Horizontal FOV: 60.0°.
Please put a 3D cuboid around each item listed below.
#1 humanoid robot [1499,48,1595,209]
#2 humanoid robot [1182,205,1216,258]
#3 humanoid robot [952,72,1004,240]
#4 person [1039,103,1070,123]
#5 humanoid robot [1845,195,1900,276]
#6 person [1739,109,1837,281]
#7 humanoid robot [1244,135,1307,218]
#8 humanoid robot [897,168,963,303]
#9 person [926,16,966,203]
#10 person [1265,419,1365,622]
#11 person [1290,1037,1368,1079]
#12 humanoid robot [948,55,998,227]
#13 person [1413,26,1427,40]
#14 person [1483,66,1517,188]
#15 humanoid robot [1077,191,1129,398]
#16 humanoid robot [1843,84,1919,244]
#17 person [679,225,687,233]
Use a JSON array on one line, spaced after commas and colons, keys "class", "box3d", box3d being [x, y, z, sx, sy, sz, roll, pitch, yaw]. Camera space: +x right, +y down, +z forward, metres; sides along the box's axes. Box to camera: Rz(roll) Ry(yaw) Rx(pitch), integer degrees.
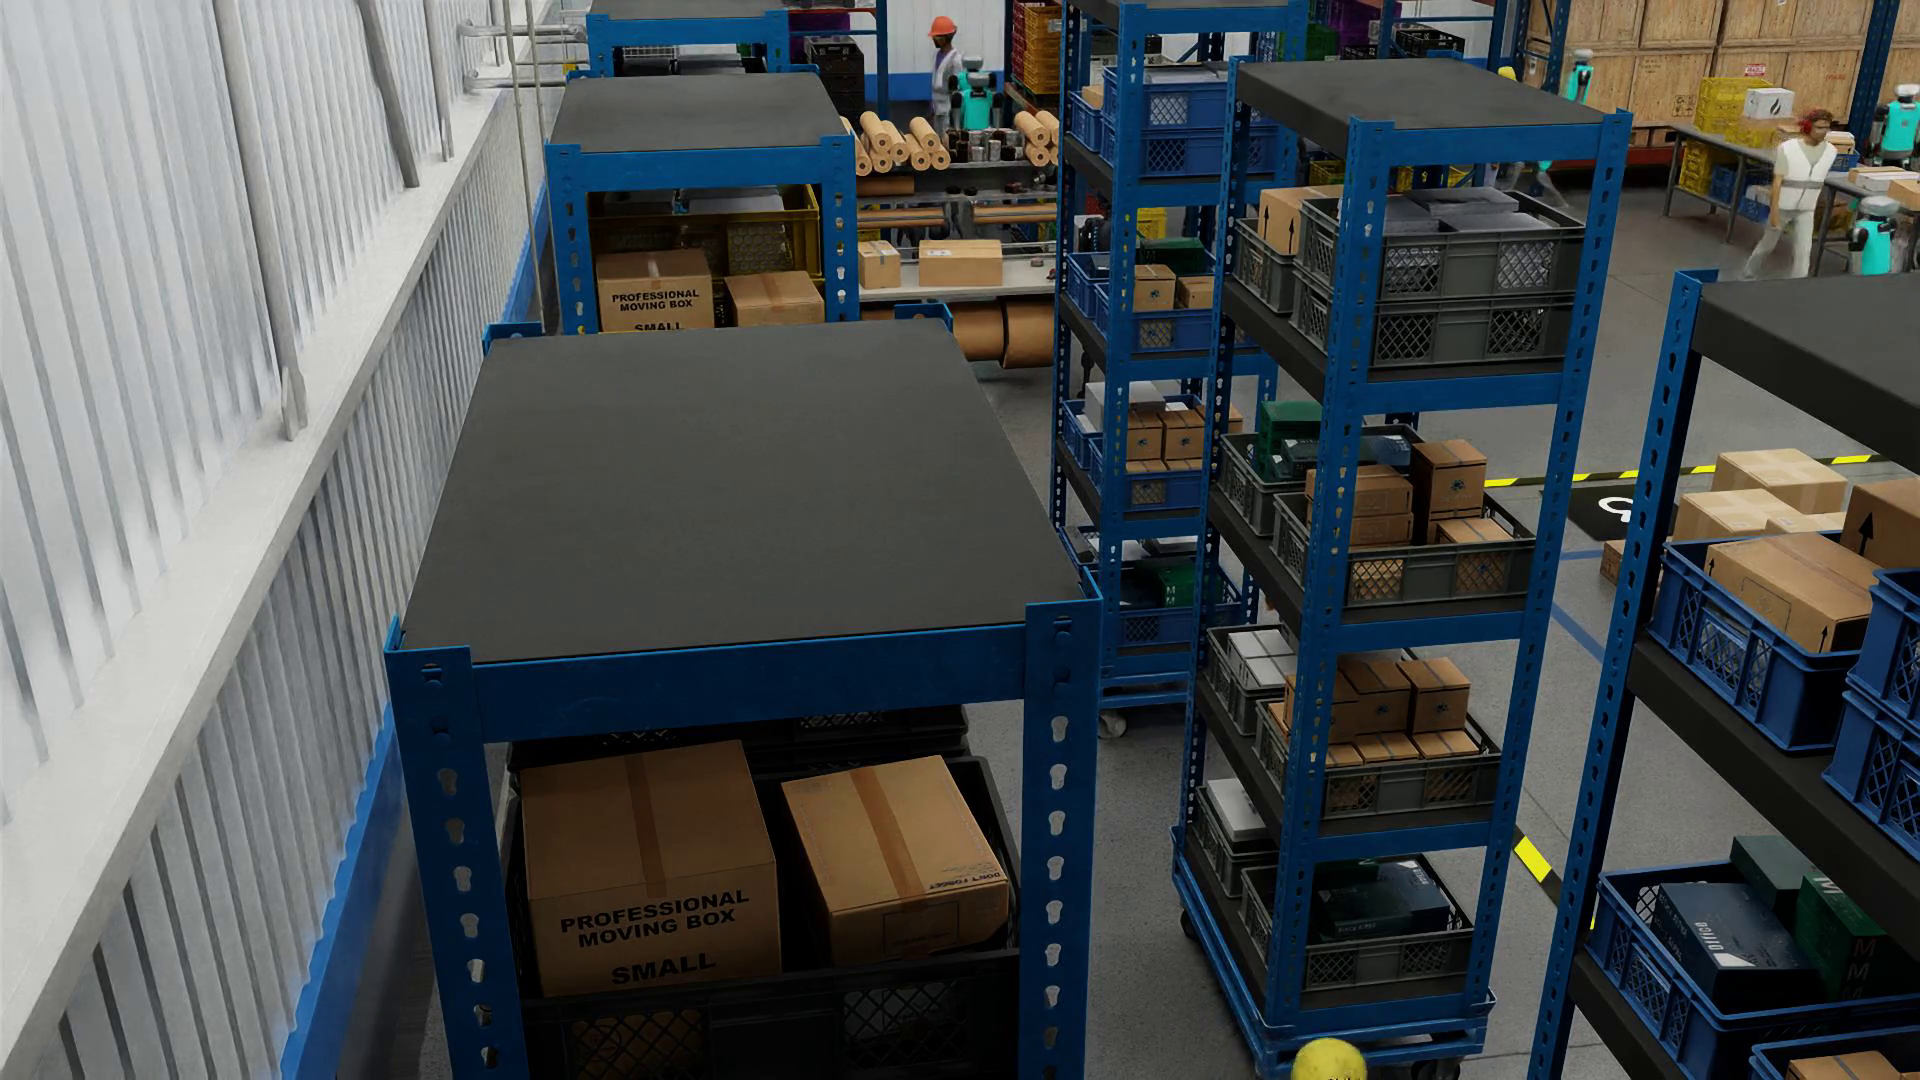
[{"class": "humanoid robot", "box3d": [6.441, -4.548, 18.448, 0.952, 1.769, 0.541, 5, 25, 11]}, {"class": "humanoid robot", "box3d": [2.374, -3.543, 16.308, 0.585, 1.654, 0.343, 11, 27, 22]}, {"class": "humanoid robot", "box3d": [0.198, -3.767, 16.735, 0.554, 1.761, 0.956, -4, 25, -9]}, {"class": "person", "box3d": [1.067, -4.384, 17.975, 0.989, 1.814, 0.554, -17, 29, -32]}, {"class": "humanoid robot", "box3d": [6.634, -1.489, 11.848, 0.535, 1.821, 0.818, -18, 30, -33]}, {"class": "person", "box3d": [7.469, -2.983, 14.955, 0.572, 1.799, 0.938, -1, 25, -1]}, {"class": "humanoid robot", "box3d": [2.970, -3.272, 15.740, 0.601, 1.638, 0.663, 6, 25, 12]}, {"class": "humanoid robot", "box3d": [-0.266, -2.835, 14.819, 0.593, 1.628, 0.754, -3, 25, -7]}, {"class": "person", "box3d": [-0.182, -4.822, 18.664, 0.393, 2.038, 0.613, -13, 28, -27]}, {"class": "person", "box3d": [1.744, 0.195, 7.982, 0.587, 1.851, 0.392, -1, 25, -3]}, {"class": "person", "box3d": [0.873, 2.032, 4.148, 0.392, 1.726, 0.617, -15, 29, -29]}, {"class": "humanoid robot", "box3d": [0.191, -4.150, 17.660, 0.531, 1.857, 0.742, -4, 25, -9]}, {"class": "person", "box3d": [5.211, -5.003, 19.293, 0.624, 1.844, 0.429, -7, 26, -16]}, {"class": "person", "box3d": [5.504, -3.974, 17.145, 0.307, 1.768, 0.524, 6, 25, 13]}, {"class": "humanoid robot", "box3d": [1.101, -1.880, 12.681, 0.315, 1.657, 0.599, -22, 33, -39]}, {"class": "humanoid robot", "box3d": [9.106, -3.639, 16.438, 0.551, 1.769, 0.698, 2, 25, 5]}, {"class": "person", "box3d": [-2.255, -2.149, 13.147, 0.511, 1.795, 0.989, -3, 25, -6]}]
